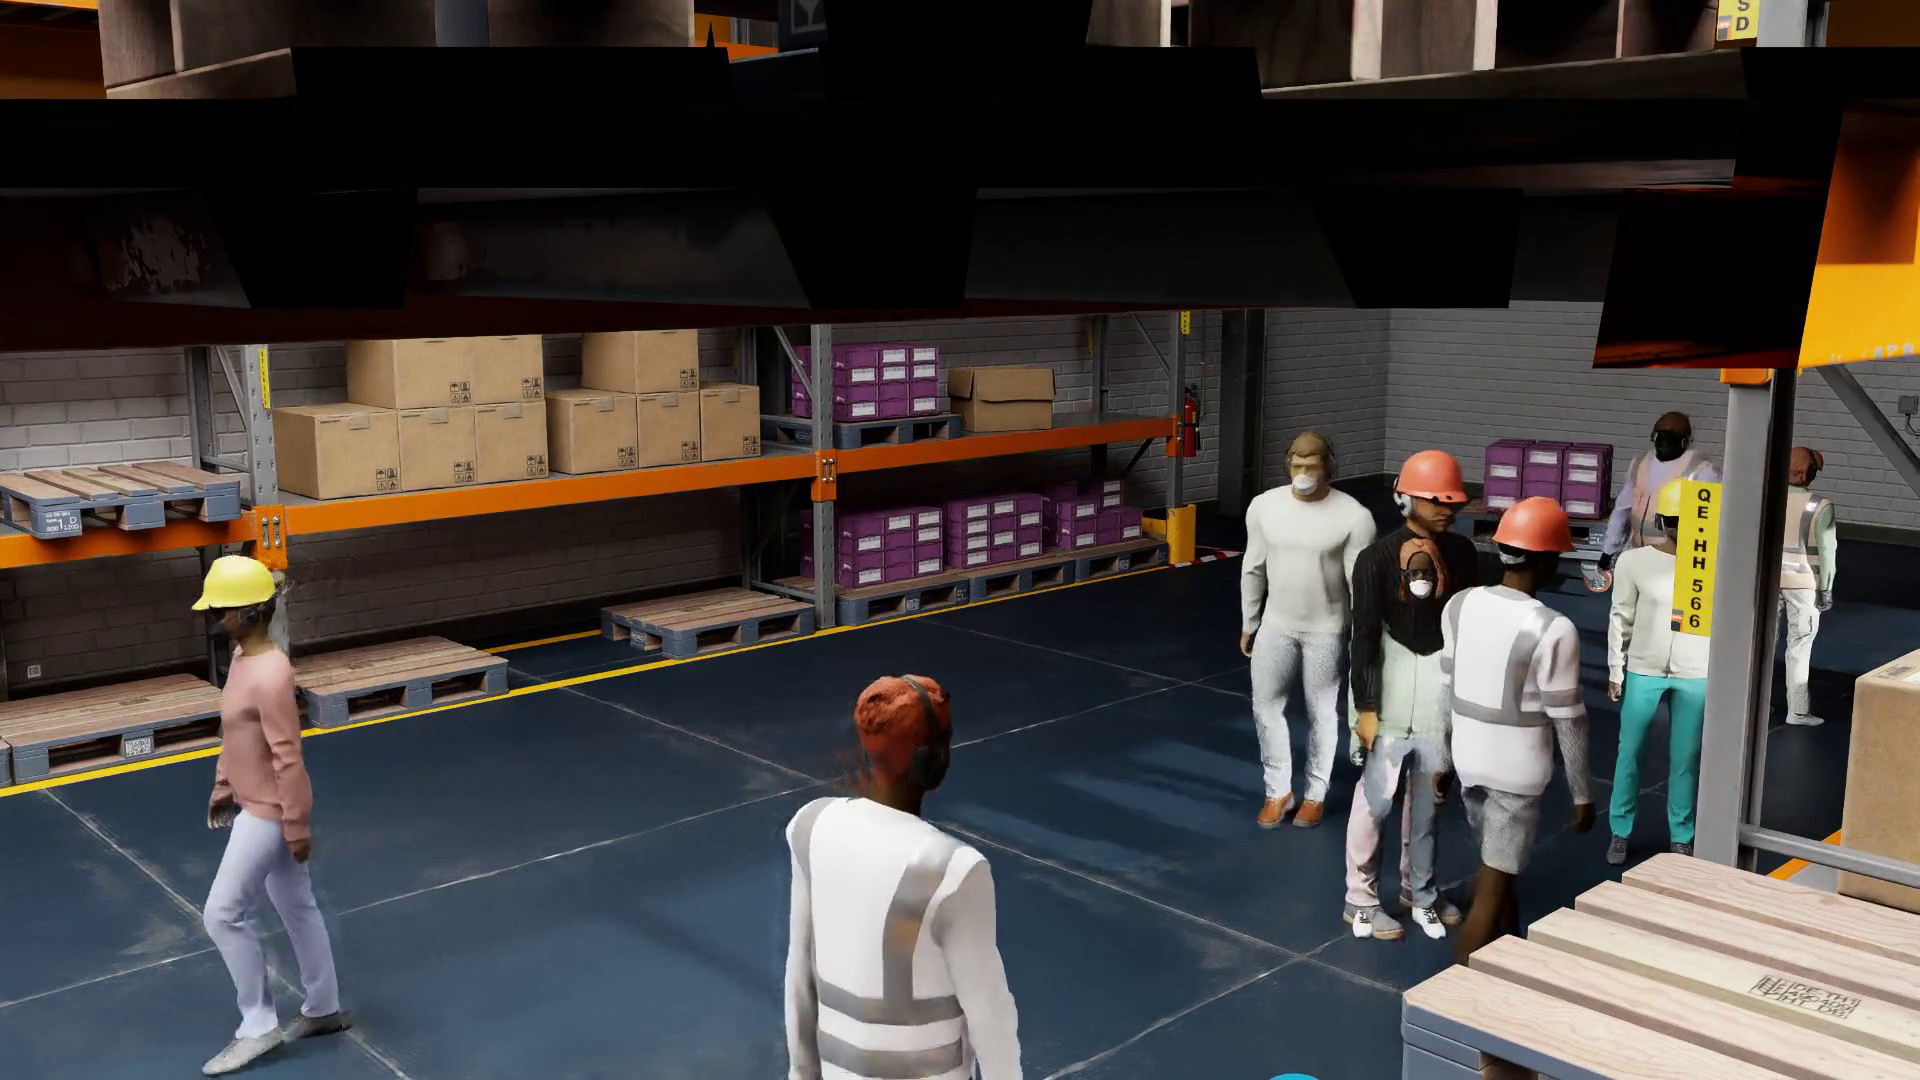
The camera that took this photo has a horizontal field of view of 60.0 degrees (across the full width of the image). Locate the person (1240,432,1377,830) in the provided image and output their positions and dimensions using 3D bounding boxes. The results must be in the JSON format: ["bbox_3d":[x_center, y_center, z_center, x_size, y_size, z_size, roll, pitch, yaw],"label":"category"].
[{"bbox_3d":[1.630,0.447,7.865,0.672,1.919,0.578,5,11,27],"label":"person"}]

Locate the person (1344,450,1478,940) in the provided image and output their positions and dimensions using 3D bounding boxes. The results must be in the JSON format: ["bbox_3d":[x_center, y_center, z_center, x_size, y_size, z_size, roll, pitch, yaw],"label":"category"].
[{"bbox_3d":[1.834,0.621,6.692,0.608,1.985,0.418,-5,11,-28],"label":"person"}]

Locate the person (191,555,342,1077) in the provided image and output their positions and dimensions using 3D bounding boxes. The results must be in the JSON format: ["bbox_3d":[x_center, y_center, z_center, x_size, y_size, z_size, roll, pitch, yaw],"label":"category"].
[{"bbox_3d":[-2.426,0.918,5.634,0.610,1.748,0.532,-5,11,-25],"label":"person"}]

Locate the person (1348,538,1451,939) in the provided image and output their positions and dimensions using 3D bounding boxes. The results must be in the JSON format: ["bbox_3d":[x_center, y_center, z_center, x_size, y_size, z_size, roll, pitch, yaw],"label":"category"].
[{"bbox_3d":[1.804,0.795,6.675,0.498,1.633,0.282,0,10,2],"label":"person"}]

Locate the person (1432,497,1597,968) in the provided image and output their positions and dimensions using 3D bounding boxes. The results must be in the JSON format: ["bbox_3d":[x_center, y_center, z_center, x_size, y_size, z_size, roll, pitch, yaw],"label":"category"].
[{"bbox_3d":[2.040,0.792,5.882,0.807,1.906,0.561,-5,11,-26],"label":"person"}]

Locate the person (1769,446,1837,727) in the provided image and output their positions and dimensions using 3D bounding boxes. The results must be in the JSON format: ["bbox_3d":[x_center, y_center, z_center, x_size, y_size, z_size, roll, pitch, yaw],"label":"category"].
[{"bbox_3d":[4.859,0.272,9.728,0.307,1.638,0.512,-5,11,-29],"label":"person"}]

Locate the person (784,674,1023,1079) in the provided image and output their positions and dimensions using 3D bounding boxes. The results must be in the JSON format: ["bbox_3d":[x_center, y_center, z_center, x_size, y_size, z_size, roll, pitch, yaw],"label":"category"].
[{"bbox_3d":[-0.143,1.203,3.714,0.999,1.837,0.595,-9,13,-43],"label":"person"}]

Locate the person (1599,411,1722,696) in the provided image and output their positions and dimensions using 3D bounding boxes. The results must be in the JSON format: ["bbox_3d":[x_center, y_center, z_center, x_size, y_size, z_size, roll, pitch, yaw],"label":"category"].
[{"bbox_3d":[4.433,0.081,10.406,0.780,1.799,0.738,-5,11,-29],"label":"person"}]

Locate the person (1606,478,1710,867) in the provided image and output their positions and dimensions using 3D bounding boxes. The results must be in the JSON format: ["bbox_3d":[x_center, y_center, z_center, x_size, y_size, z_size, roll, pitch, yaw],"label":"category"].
[{"bbox_3d":[3.162,0.601,7.427,0.525,1.769,0.309,2,10,13],"label":"person"}]
